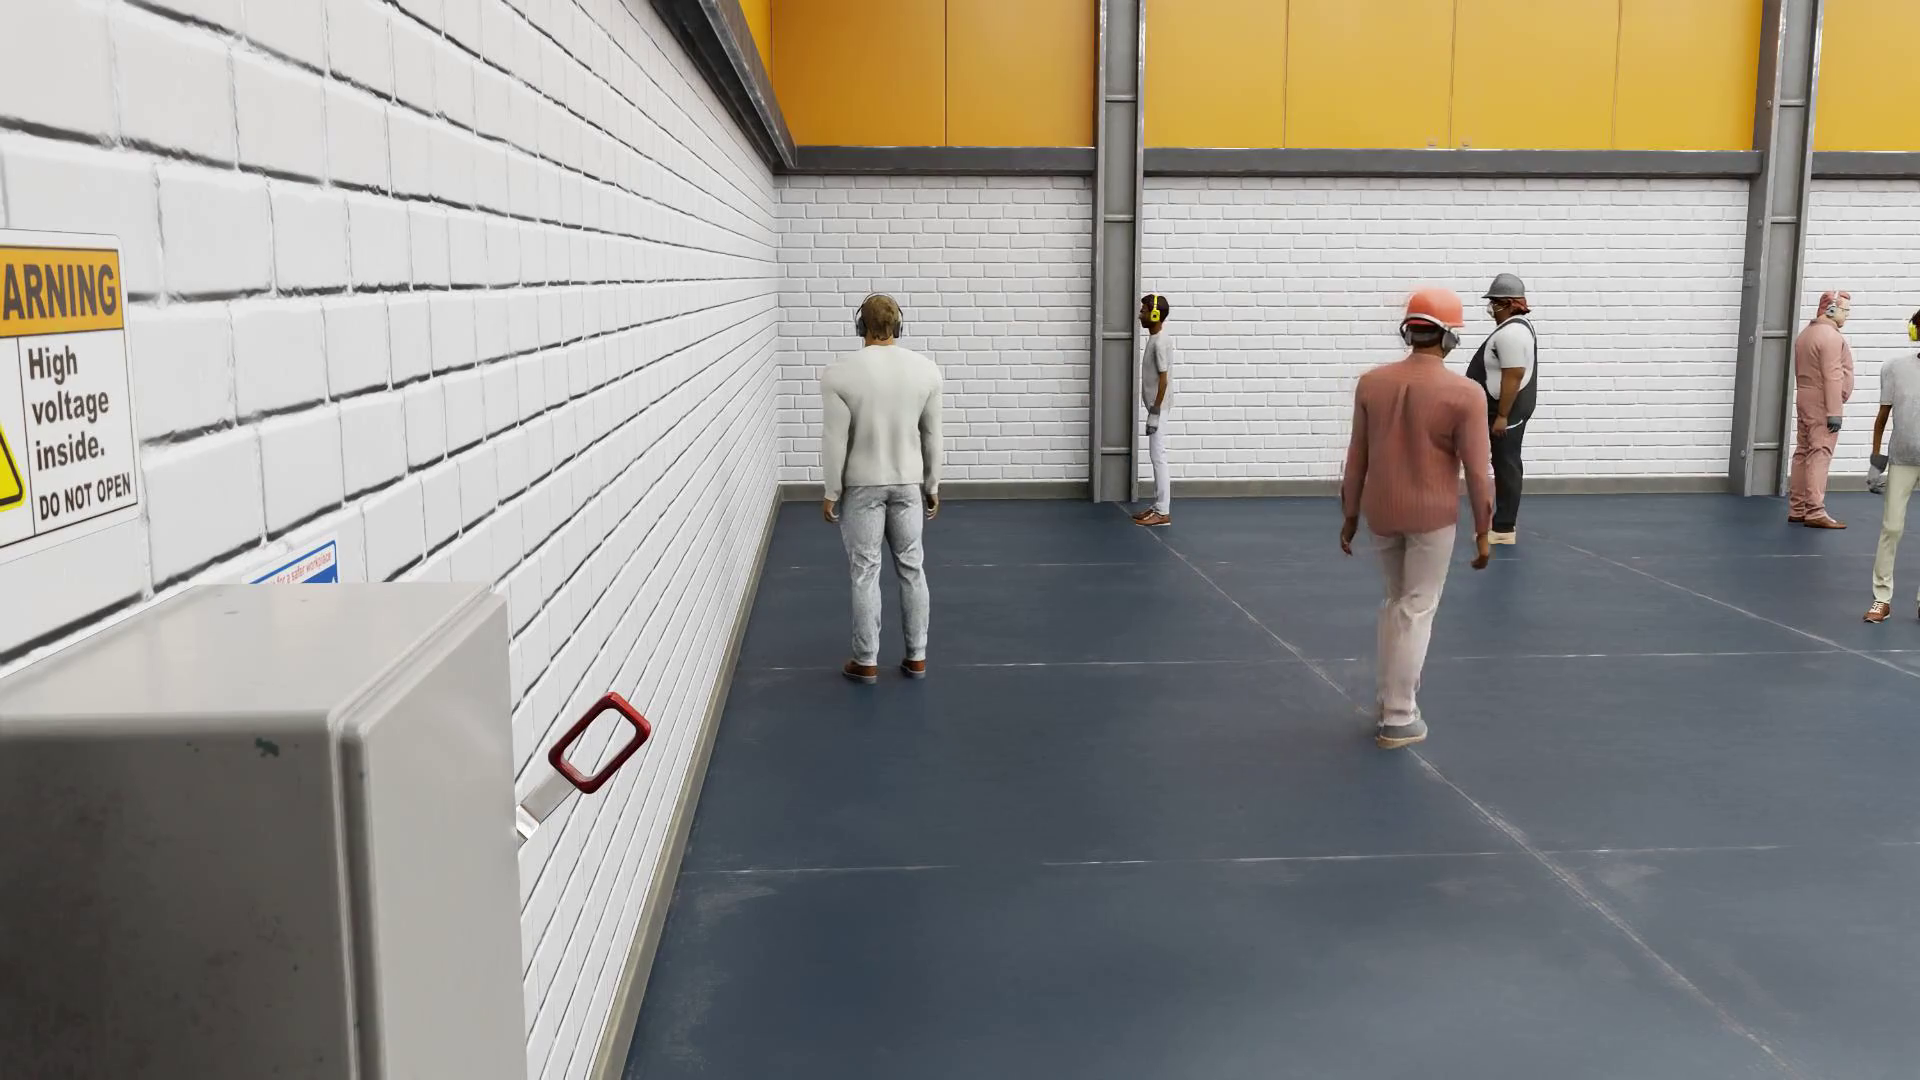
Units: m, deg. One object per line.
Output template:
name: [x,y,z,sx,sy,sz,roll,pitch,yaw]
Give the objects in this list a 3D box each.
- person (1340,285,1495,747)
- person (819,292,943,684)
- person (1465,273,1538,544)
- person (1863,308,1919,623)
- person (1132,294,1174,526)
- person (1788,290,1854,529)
person: [2.024,-0.103,7.193,0.643,1.974,0.661,-8,12,-42]
person: [-0.388,-0.254,8.272,0.633,1.938,0.356,-3,10,-19]
person: [4.072,-0.992,12.589,0.537,2.000,0.675,4,10,23]
person: [5.534,-0.433,9.596,0.532,1.876,0.321,5,10,30]
person: [1.569,-1.047,13.463,0.327,1.874,0.519,1,9,6]
person: [6.949,-1.047,13.377,0.406,1.902,0.637,1,9,6]
